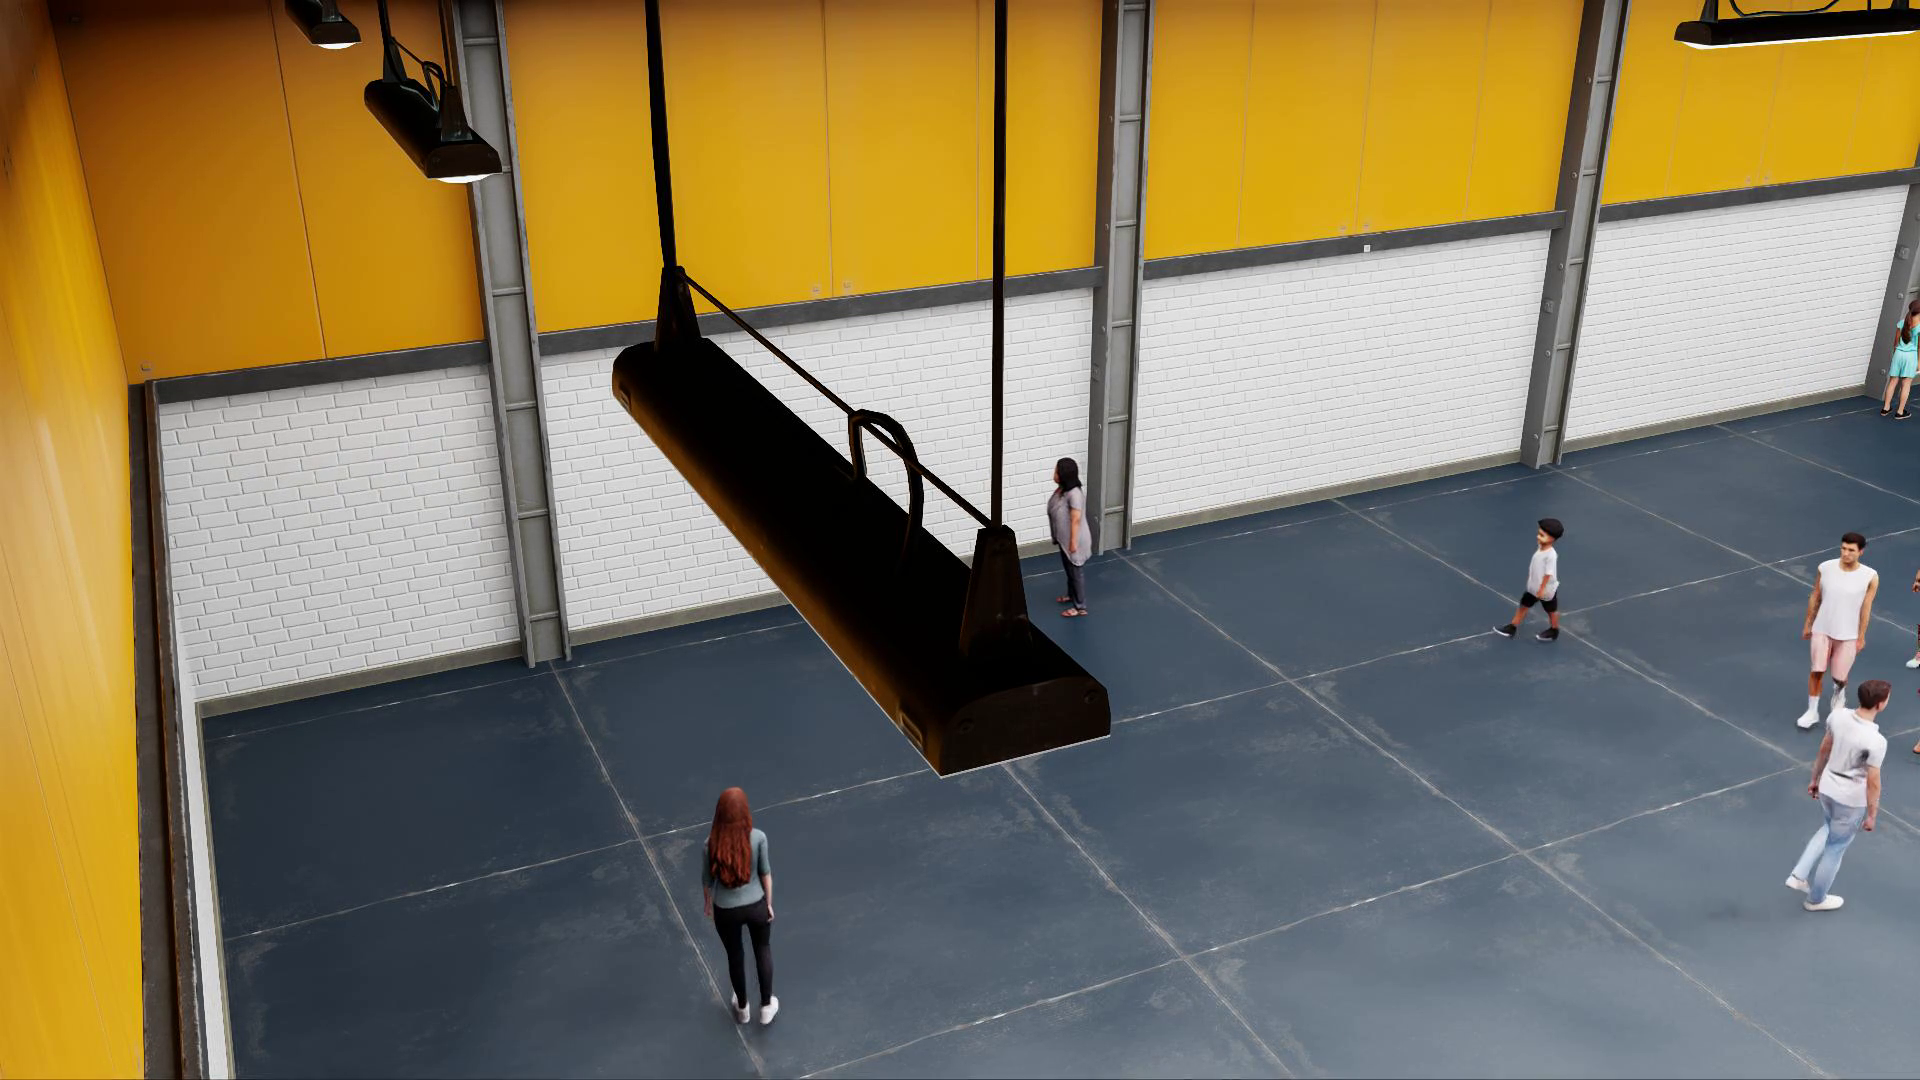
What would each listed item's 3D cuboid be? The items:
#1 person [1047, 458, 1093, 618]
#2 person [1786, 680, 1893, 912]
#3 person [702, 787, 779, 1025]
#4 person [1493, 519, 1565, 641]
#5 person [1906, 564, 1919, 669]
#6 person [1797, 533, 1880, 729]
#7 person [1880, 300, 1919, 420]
[{"bbox_3d":[1.090,-0.056,16.129,0.761,1.598,0.727,-3,24,-8],"label":"person"},{"bbox_3d":[6.068,1.800,11.576,0.745,1.843,0.746,-6,24,-13],"label":"person"},{"bbox_3d":[-1.378,2.350,10.444,0.618,1.742,0.711,-6,24,-13],"label":"person"},{"bbox_3d":[5.508,0.400,15.552,0.913,1.223,0.653,-4,24,-8],"label":"person"},{"bbox_3d":[8.886,0.440,14.973,0.686,1.613,0.621,-7,24,-15],"label":"person"},{"bbox_3d":[7.450,0.746,14.074,0.821,1.773,0.952,21,31,40],"label":"person"},{"bbox_3d":[12.174,-2.340,21.401,0.586,1.558,0.584,-16,28,-32],"label":"person"}]
